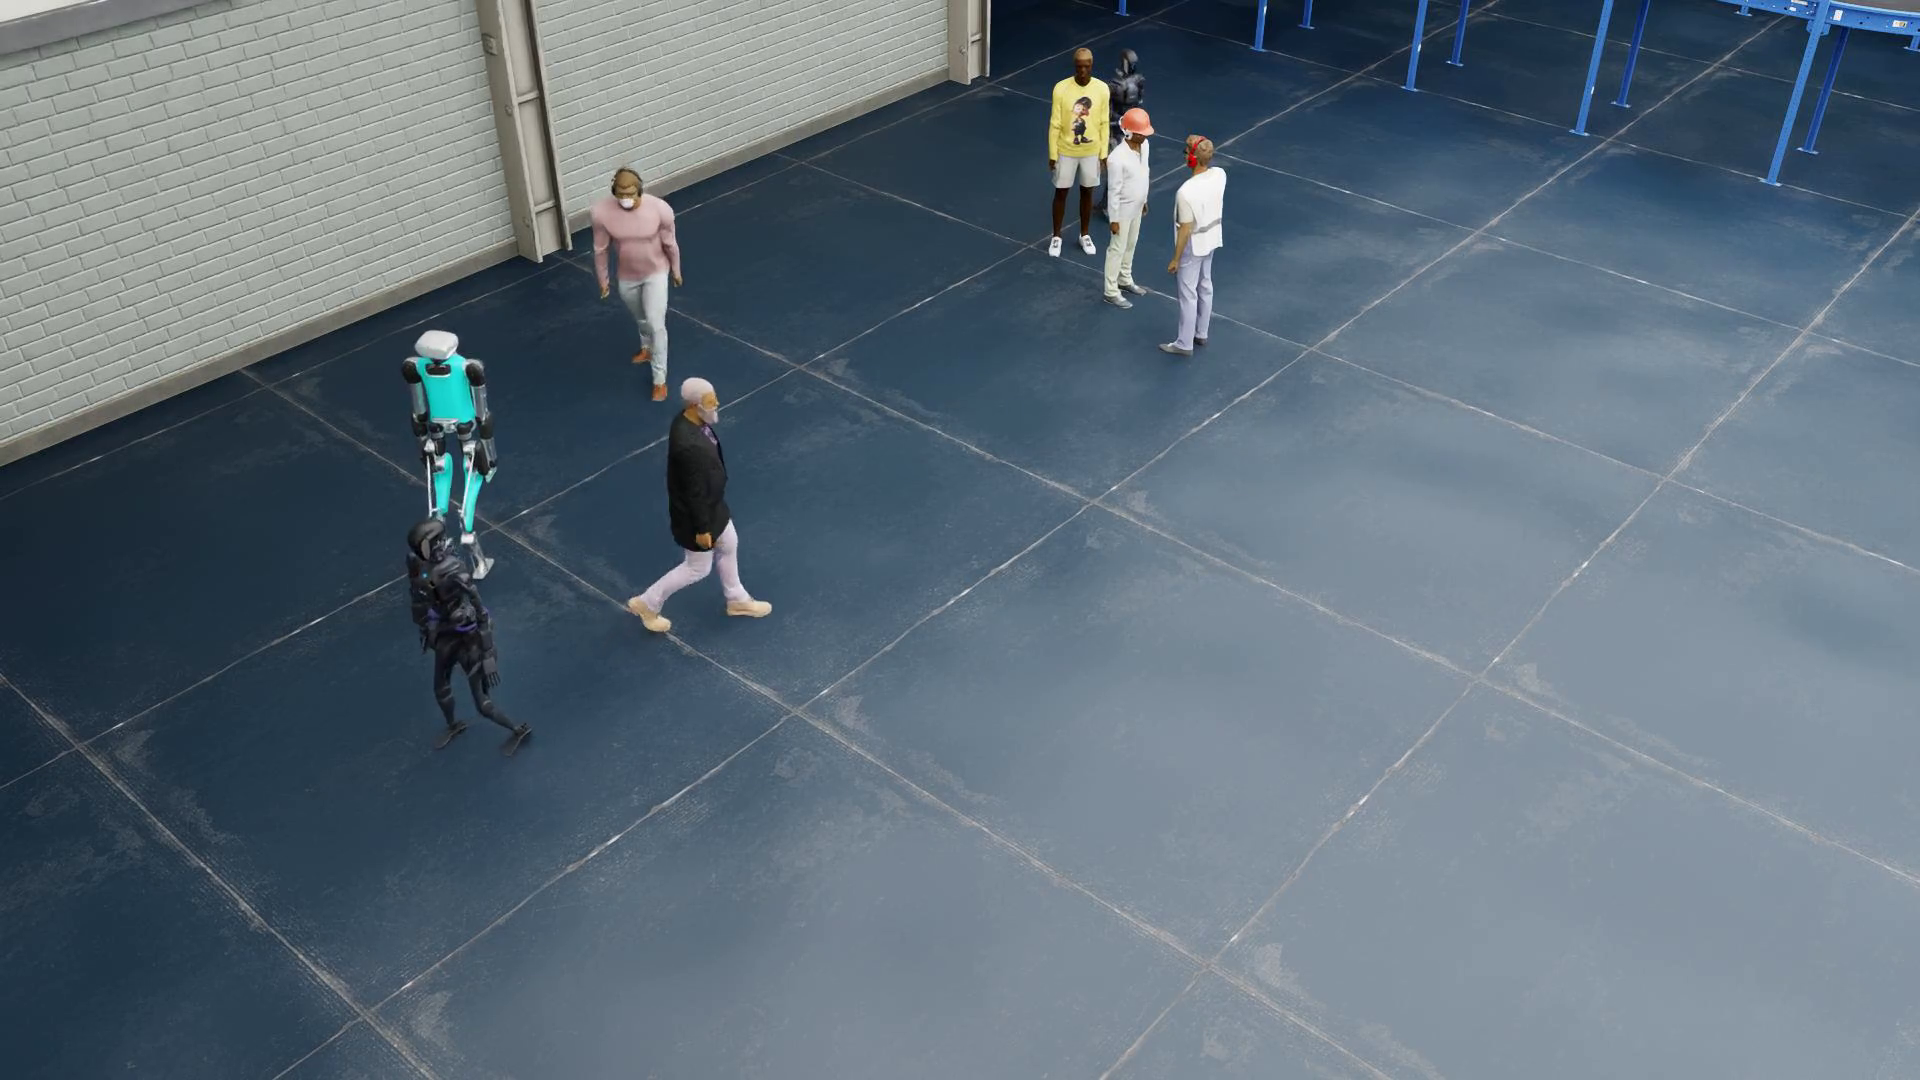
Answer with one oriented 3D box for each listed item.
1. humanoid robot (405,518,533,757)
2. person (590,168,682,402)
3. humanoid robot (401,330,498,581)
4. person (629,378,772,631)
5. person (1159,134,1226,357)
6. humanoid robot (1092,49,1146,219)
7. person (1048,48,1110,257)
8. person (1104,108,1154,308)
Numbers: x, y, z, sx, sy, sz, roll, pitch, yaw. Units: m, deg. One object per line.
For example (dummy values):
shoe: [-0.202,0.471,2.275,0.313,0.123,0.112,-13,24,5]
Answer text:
humanoid robot: [-2.827,0.546,9.425,0.616,1.640,0.422,19,40,25]
person: [-2.483,-2.100,12.958,0.653,1.878,0.889,1,35,1]
humanoid robot: [-3.286,-0.428,10.710,0.532,1.779,0.703,3,36,4]
person: [-1.672,-0.205,10.332,0.790,1.828,0.564,0,35,0]
person: [1.883,-2.334,13.305,0.391,1.847,0.563,26,43,32]
humanoid robot: [1.448,-3.787,15.505,0.610,1.643,0.440,-26,43,-31]
person: [1.057,-3.456,14.837,0.545,1.899,0.382,-2,36,-3]
person: [1.440,-2.819,14.073,0.345,1.745,0.561,21,40,26]
